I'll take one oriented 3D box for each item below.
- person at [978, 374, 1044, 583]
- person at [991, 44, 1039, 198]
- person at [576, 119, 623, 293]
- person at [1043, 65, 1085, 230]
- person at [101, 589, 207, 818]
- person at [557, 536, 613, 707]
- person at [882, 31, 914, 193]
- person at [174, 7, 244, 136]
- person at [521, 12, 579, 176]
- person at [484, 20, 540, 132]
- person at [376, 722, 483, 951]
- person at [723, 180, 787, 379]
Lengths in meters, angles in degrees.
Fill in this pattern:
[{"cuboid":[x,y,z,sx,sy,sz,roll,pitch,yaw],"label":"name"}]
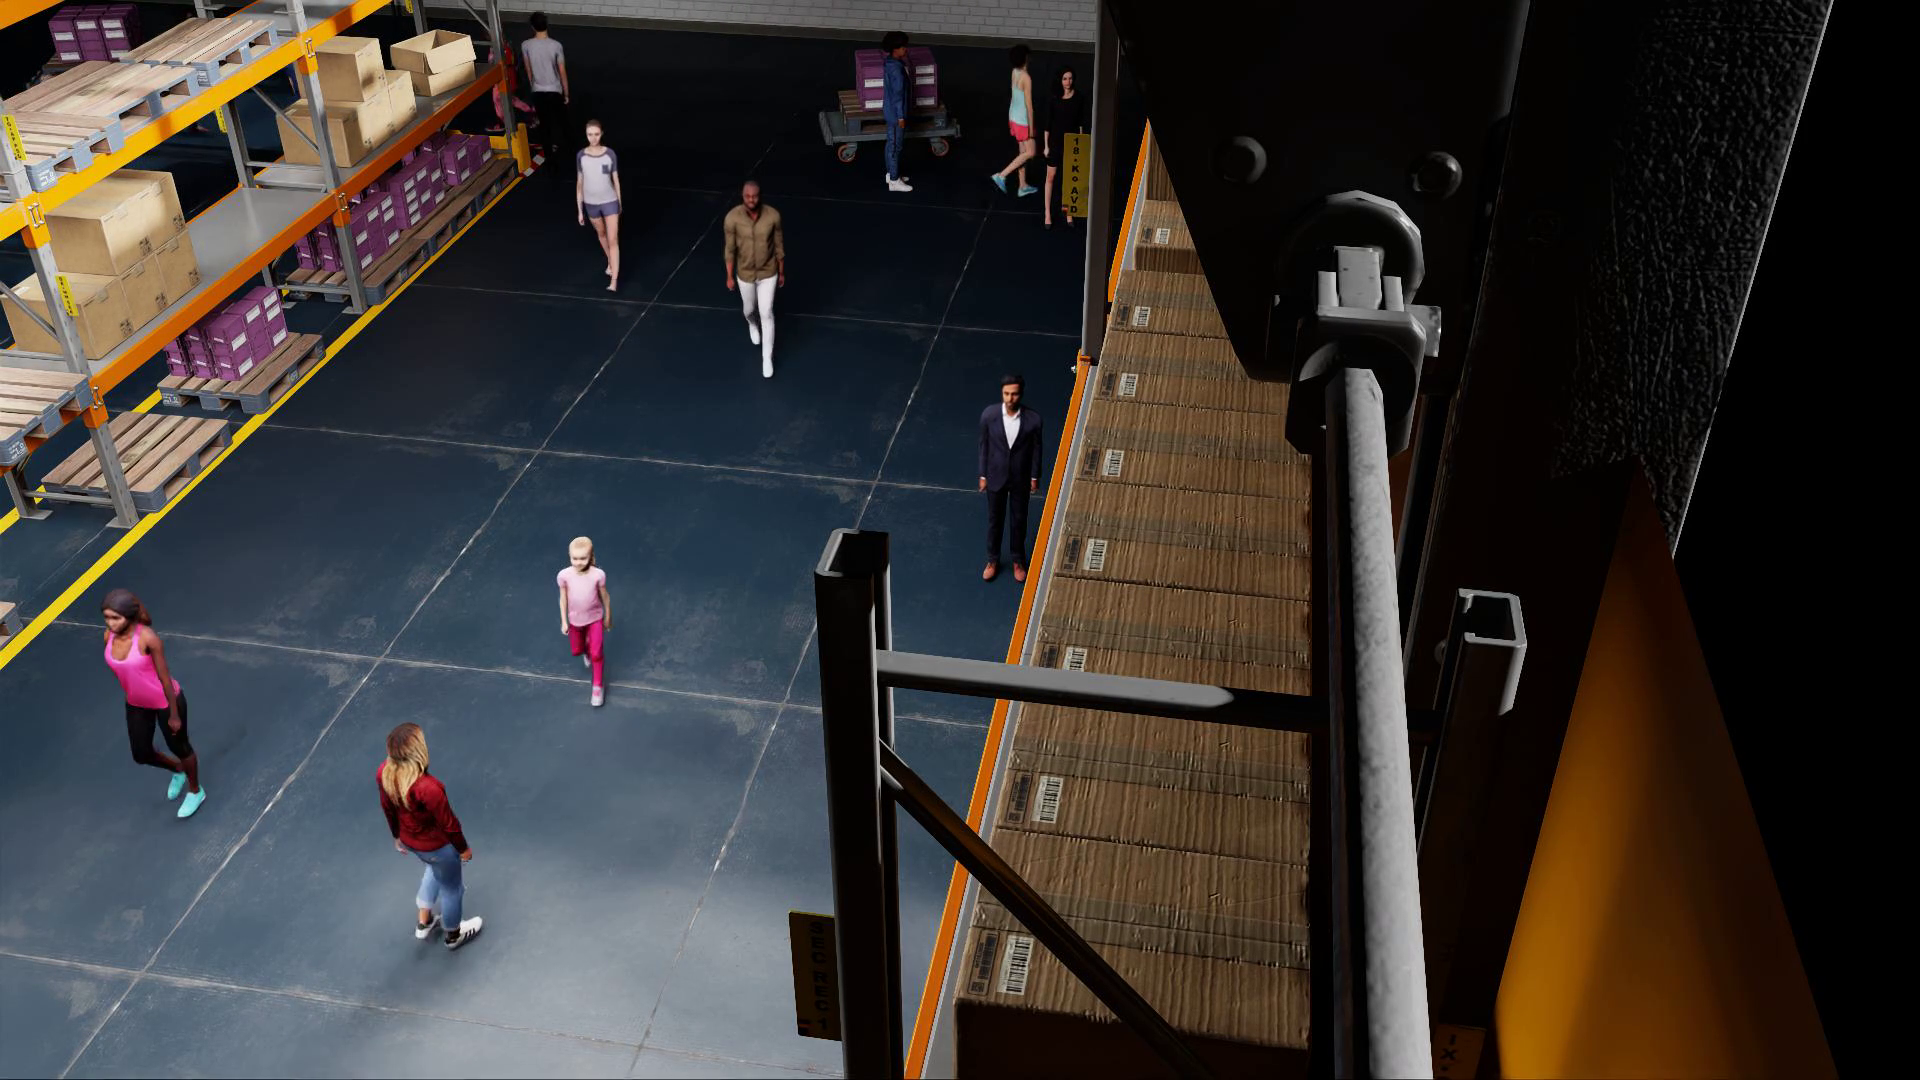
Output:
[{"cuboid":[0.373,-0.482,12.471,0.647,1.727,0.561,2,34,3],"label":"person"},{"cuboid":[0.627,-4.696,18.791,0.925,1.750,0.911,-15,36,-21],"label":"person"},{"cuboid":[-3.639,-3.445,16.938,0.689,1.717,1.154,1,34,1],"label":"person"},{"cuboid":[1.123,-4.281,18.115,0.653,1.807,0.617,-7,34,-10],"label":"person"},{"cuboid":[-4.938,0.961,10.313,0.548,1.714,0.613,5,34,7],"label":"person"},{"cuboid":[-2.570,0.501,11.414,0.633,1.261,0.820,-5,34,-7],"label":"person"},{"cuboid":[-0.737,-4.938,19.102,0.802,1.808,0.619,-5,34,-8],"label":"person"},{"cuboid":[-9.532,-5.769,20.567,0.840,1.571,0.984,-2,34,-3],"label":"person"},{"cuboid":[-4.841,-5.170,19.435,0.819,1.826,1.134,-1,34,-2],"label":"person"},{"cuboid":[-5.632,-5.795,20.735,0.917,1.428,0.967,-12,35,-18],"label":"person"},{"cuboid":[-2.998,1.712,9.265,0.697,1.623,0.710,18,38,25],"label":"person"},{"cuboid":[-1.890,-2.496,15.444,0.946,1.792,1.207,-4,34,-5],"label":"person"}]
